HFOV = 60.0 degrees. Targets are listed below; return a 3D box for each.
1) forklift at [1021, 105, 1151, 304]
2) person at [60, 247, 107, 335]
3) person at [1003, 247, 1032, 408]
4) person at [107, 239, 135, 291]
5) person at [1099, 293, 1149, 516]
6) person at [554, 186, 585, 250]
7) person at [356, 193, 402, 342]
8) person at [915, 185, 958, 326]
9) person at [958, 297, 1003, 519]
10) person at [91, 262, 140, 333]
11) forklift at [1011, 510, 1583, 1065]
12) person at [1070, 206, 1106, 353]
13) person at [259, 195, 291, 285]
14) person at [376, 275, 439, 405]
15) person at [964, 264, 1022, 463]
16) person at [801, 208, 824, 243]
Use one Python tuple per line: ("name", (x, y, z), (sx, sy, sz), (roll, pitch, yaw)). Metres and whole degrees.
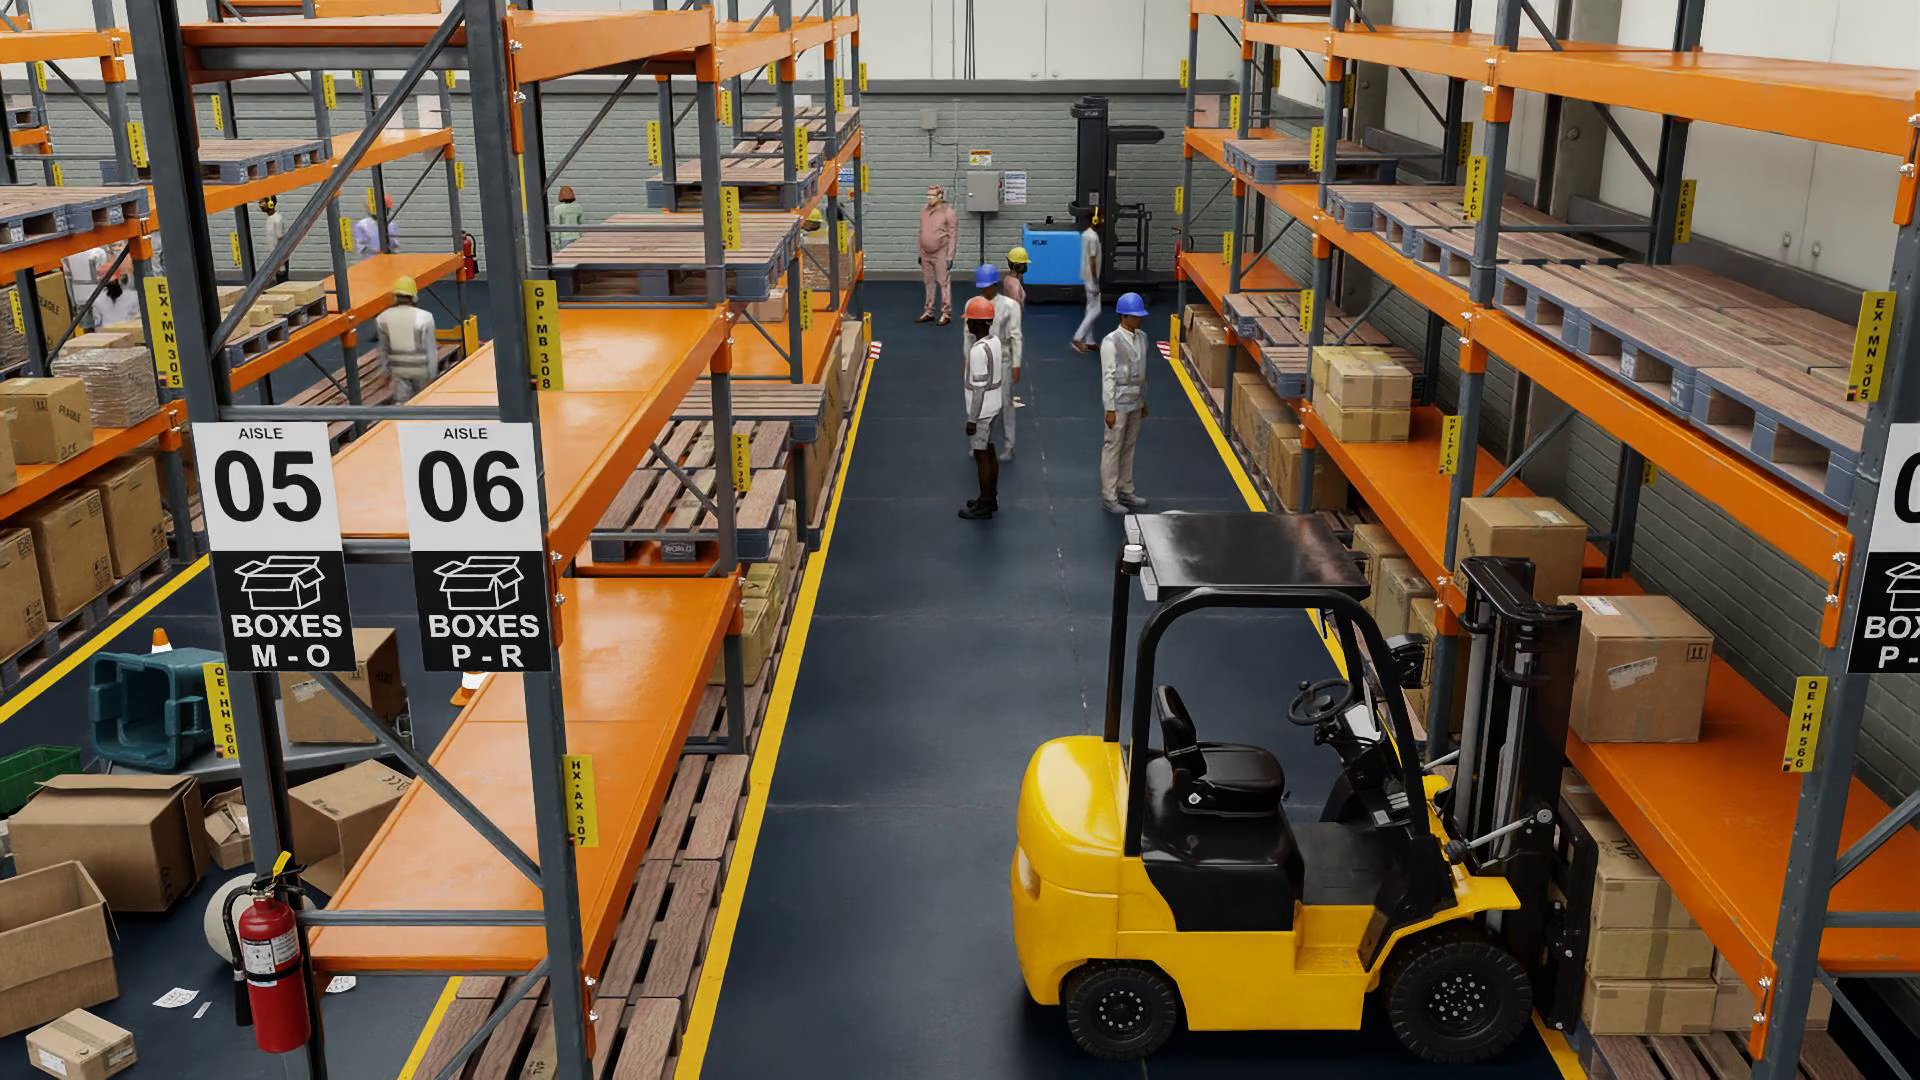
("forklift", (1.857, -4.944, 24.441), (1.873, 2.768, 1.129), (0, 18, 0))
("person", (-10.185, -2.826, 19.535), (0.543, 1.929, 0.386), (2, 18, 5))
("person", (0.607, -2.346, 18.352), (0.351, 1.759, 0.523), (-2, 18, -6))
("person", (-10.950, -3.593, 21.850), (0.385, 1.925, 0.592), (-6, 19, -16))
("person", (1.450, -1.203, 14.591), (0.391, 1.948, 0.606), (14, 23, 35))
("person", (-5.902, -4.529, 25.154), (0.493, 1.625, 0.283), (-16, 24, -40))
("person", (-7.605, -3.584, 21.873), (0.662, 1.898, 0.404), (-15, 23, -37))
("person", (-0.340, -3.911, 22.840), (0.639, 1.911, 0.406), (15, 23, 38))
("person", (0.174, -1.139, 14.415), (0.357, 1.938, 0.545), (5, 19, 16))
("person", (-8.850, -2.100, 17.642), (0.570, 1.727, 0.689), (-3, 19, -8))
("forklift", (1.387, 1.055, 7.378), (2.313, 2.155, 1.214), (0, 18, 0))
("person", (1.633, -3.296, 21.075), (0.499, 1.854, 0.539), (-3, 18, -8))
("person", (-9.244, -3.795, 22.578), (0.337, 1.859, 0.503), (-13, 22, -33))
("person", (-5.370, -1.654, 16.182), (0.592, 1.812, 0.641), (2, 18, 5))
("person", (0.323, -1.723, 16.187), (0.649, 1.935, 0.416), (7, 20, 22))
("person", (-1.925, -3.475, 21.801), (0.317, 1.733, 0.490), (0, 18, -1))
